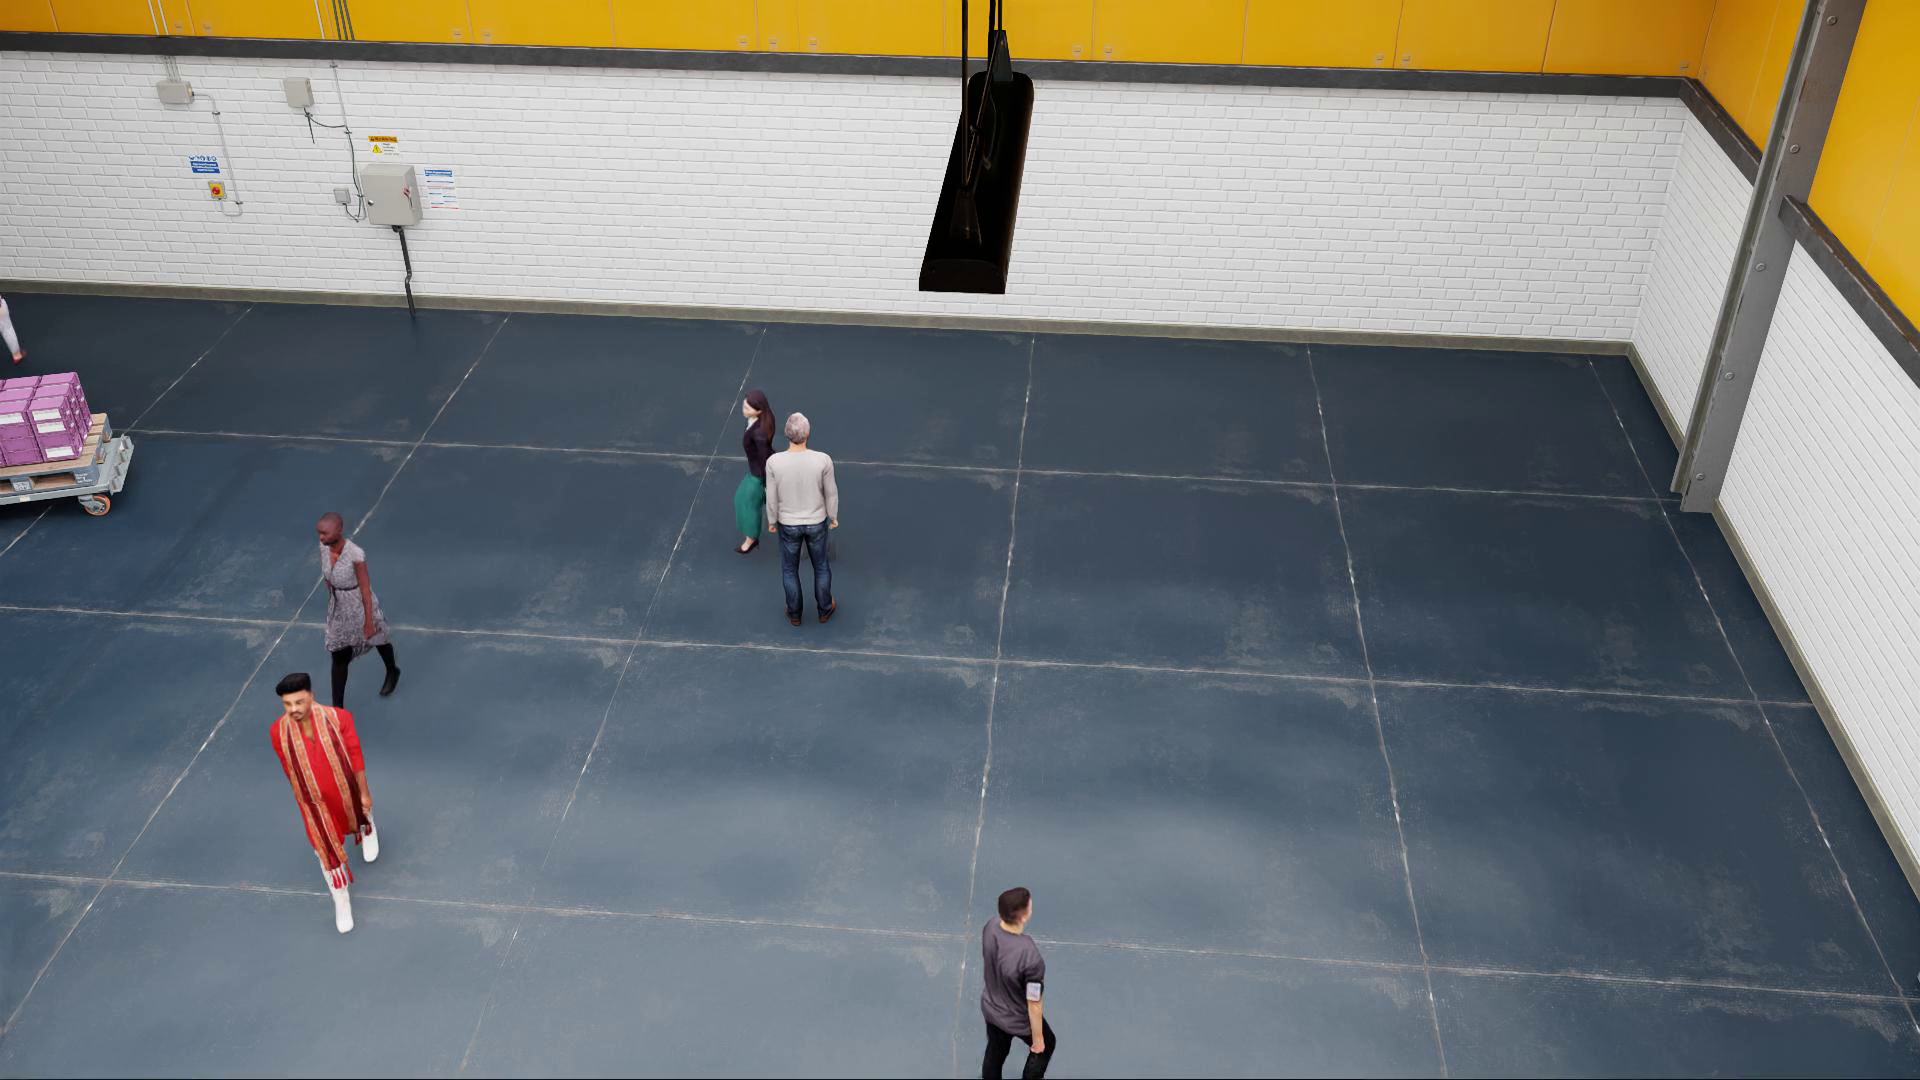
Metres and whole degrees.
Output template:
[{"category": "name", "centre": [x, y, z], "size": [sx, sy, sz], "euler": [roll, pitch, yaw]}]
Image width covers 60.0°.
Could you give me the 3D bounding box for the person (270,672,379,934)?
[{"category": "person", "centre": [-4.146, 1.571, 10.977], "size": [1.009, 1.850, 1.293], "euler": [-11, 35, -16]}]

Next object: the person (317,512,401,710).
[{"category": "person", "centre": [-4.535, 0.506, 12.663], "size": [0.850, 1.757, 1.150], "euler": [12, 35, 17]}]

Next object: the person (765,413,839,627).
[{"category": "person", "centre": [-1.281, -0.153, 13.517], "size": [0.785, 1.909, 0.692], "euler": [-3, 34, -5]}]

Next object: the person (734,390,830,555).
[{"category": "person", "centre": [-1.585, -0.542, 14.298], "size": [0.665, 1.692, 1.011], "euler": [5, 34, 7]}]

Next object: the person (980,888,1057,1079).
[{"category": "person", "centre": [0.231, 2.698, 9.374], "size": [0.878, 1.746, 0.815], "euler": [-24, 41, -32]}]
